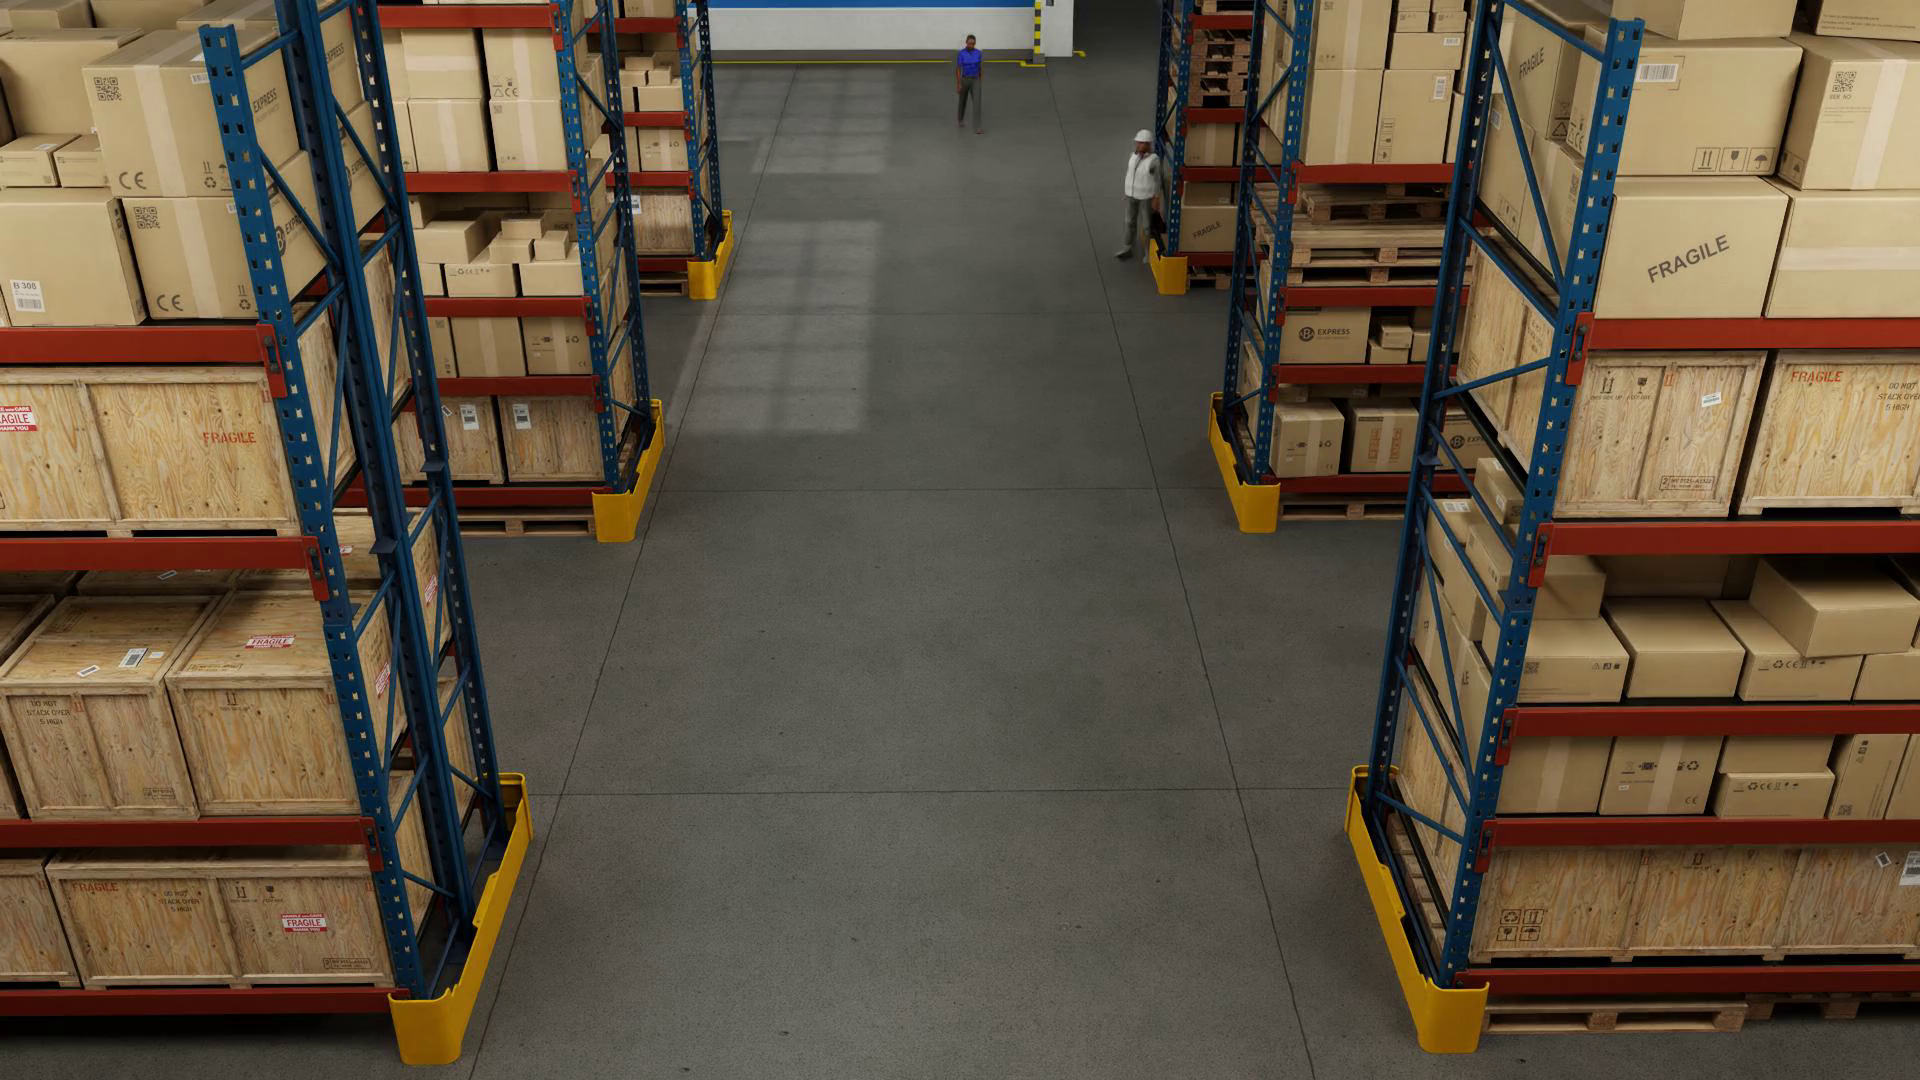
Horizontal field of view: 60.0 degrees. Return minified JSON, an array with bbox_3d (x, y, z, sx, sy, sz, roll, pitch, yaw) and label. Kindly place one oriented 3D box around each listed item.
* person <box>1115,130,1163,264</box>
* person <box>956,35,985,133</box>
[{"bbox_3d":[2.456,-4.672,22.572,0.564,1.779,0.385,24,36,37],"label":"person"},{"bbox_3d":[0.164,-7.892,28.698,0.483,1.623,0.909,-6,29,-11],"label":"person"}]
